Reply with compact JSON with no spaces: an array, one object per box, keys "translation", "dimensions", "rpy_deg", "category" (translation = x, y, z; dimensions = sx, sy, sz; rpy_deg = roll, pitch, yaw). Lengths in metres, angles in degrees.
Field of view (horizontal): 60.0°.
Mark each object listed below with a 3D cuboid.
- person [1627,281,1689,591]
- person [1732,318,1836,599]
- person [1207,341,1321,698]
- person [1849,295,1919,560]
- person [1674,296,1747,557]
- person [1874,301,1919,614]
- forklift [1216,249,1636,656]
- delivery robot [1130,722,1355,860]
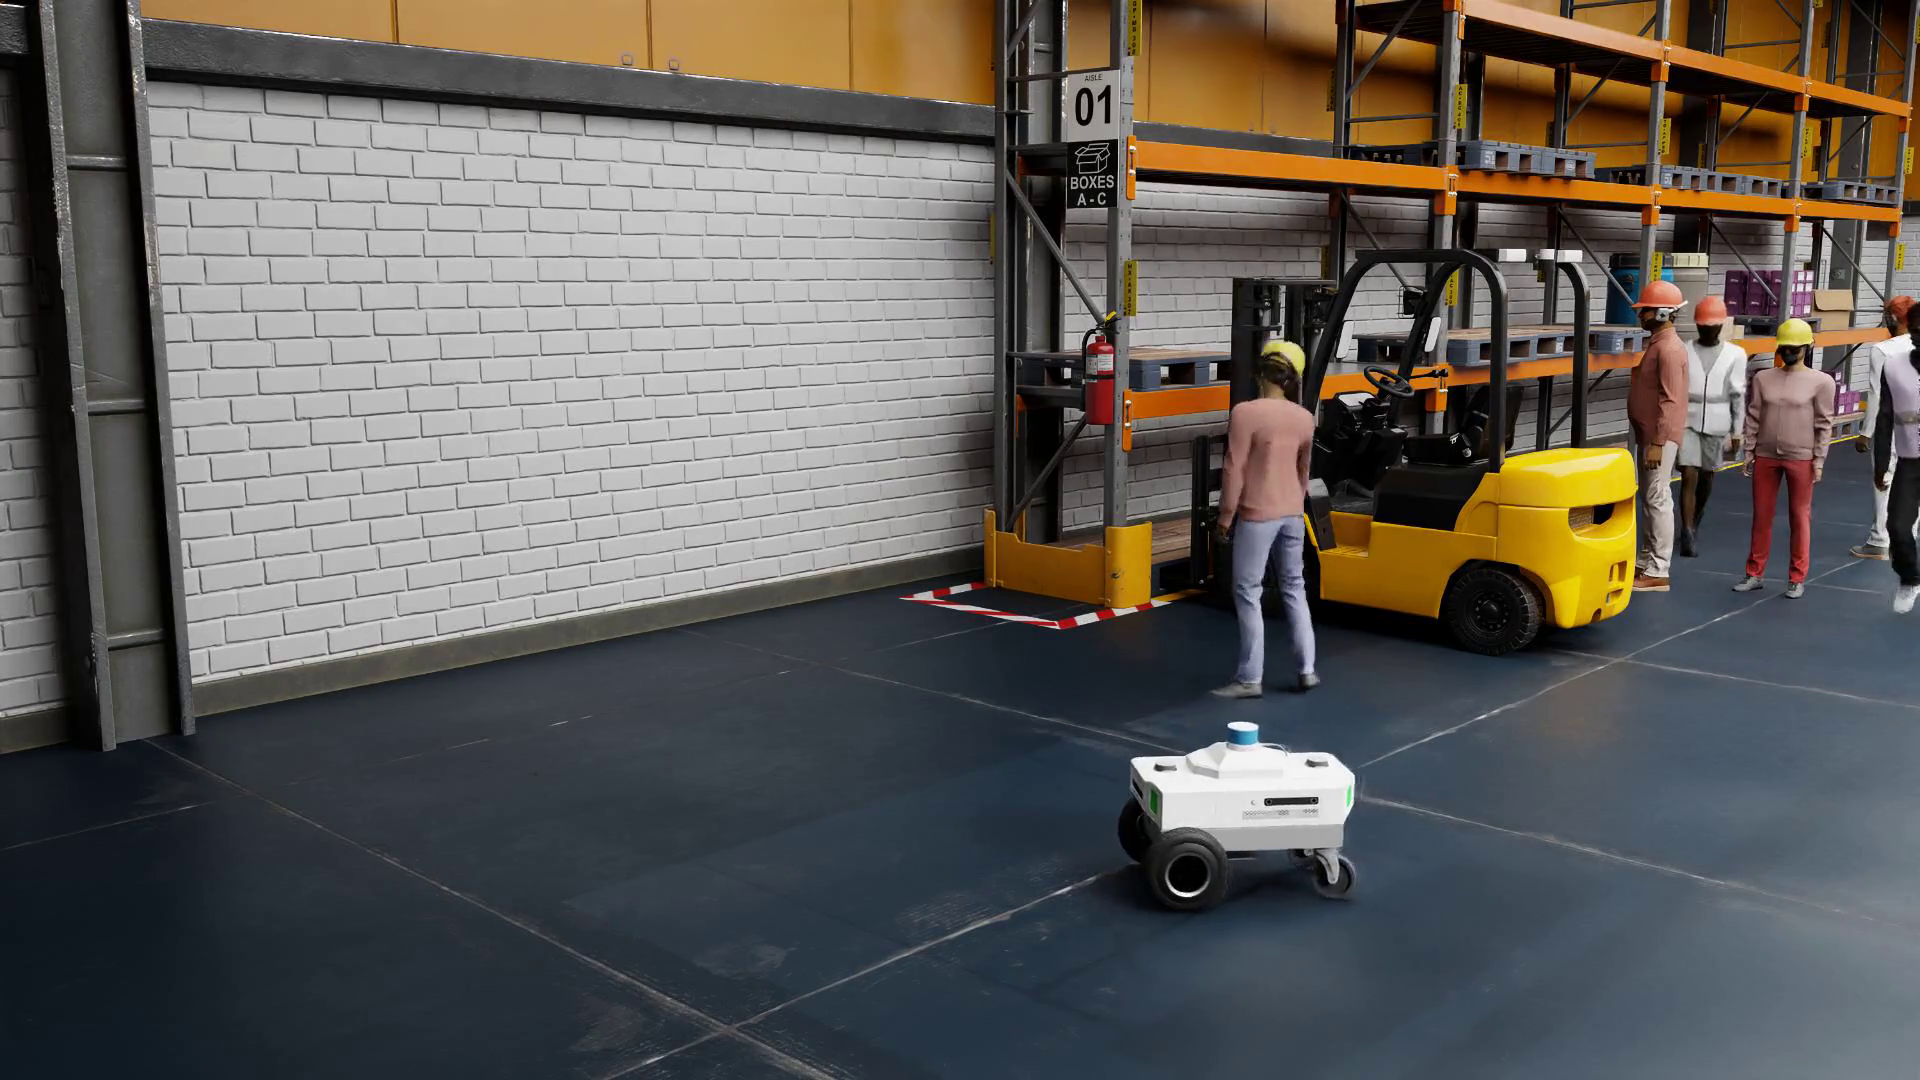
[{"translation":[4.478,-0.666,10.738],"dimensions":[0.381,1.995,0.611],"rpy_deg":[2,10,14],"category":"person"},{"translation":[5.209,-0.514,10.514],"dimensions":[0.313,1.767,0.523],"rpy_deg":[-9,13,-43],"category":"person"},{"translation":[1.519,-0.082,8.026],"dimensions":[0.620,1.727,0.380],"rpy_deg":[-6,11,-35],"category":"person"},{"translation":[6.666,-0.795,11.856],"dimensions":[0.574,1.887,0.355],"rpy_deg":[-3,10,-16],"category":"person"},{"translation":[5.467,-0.856,12.269],"dimensions":[0.548,1.890,0.974],"rpy_deg":[3,10,18],"category":"person"},{"translation":[5.650,-0.440,9.671],"dimensions":[0.631,1.892,0.446],"rpy_deg":[7,12,37],"category":"person"},{"translation":[2.710,-0.584,9.626],"dimensions":[2.313,2.155,1.214],"rpy_deg":[9,13,43],"category":"forklift"},{"translation":[0.938,0.851,5.549],"dimensions":[0.707,0.478,0.477],"rpy_deg":[-1,9,-6],"category":"delivery robot"}]
